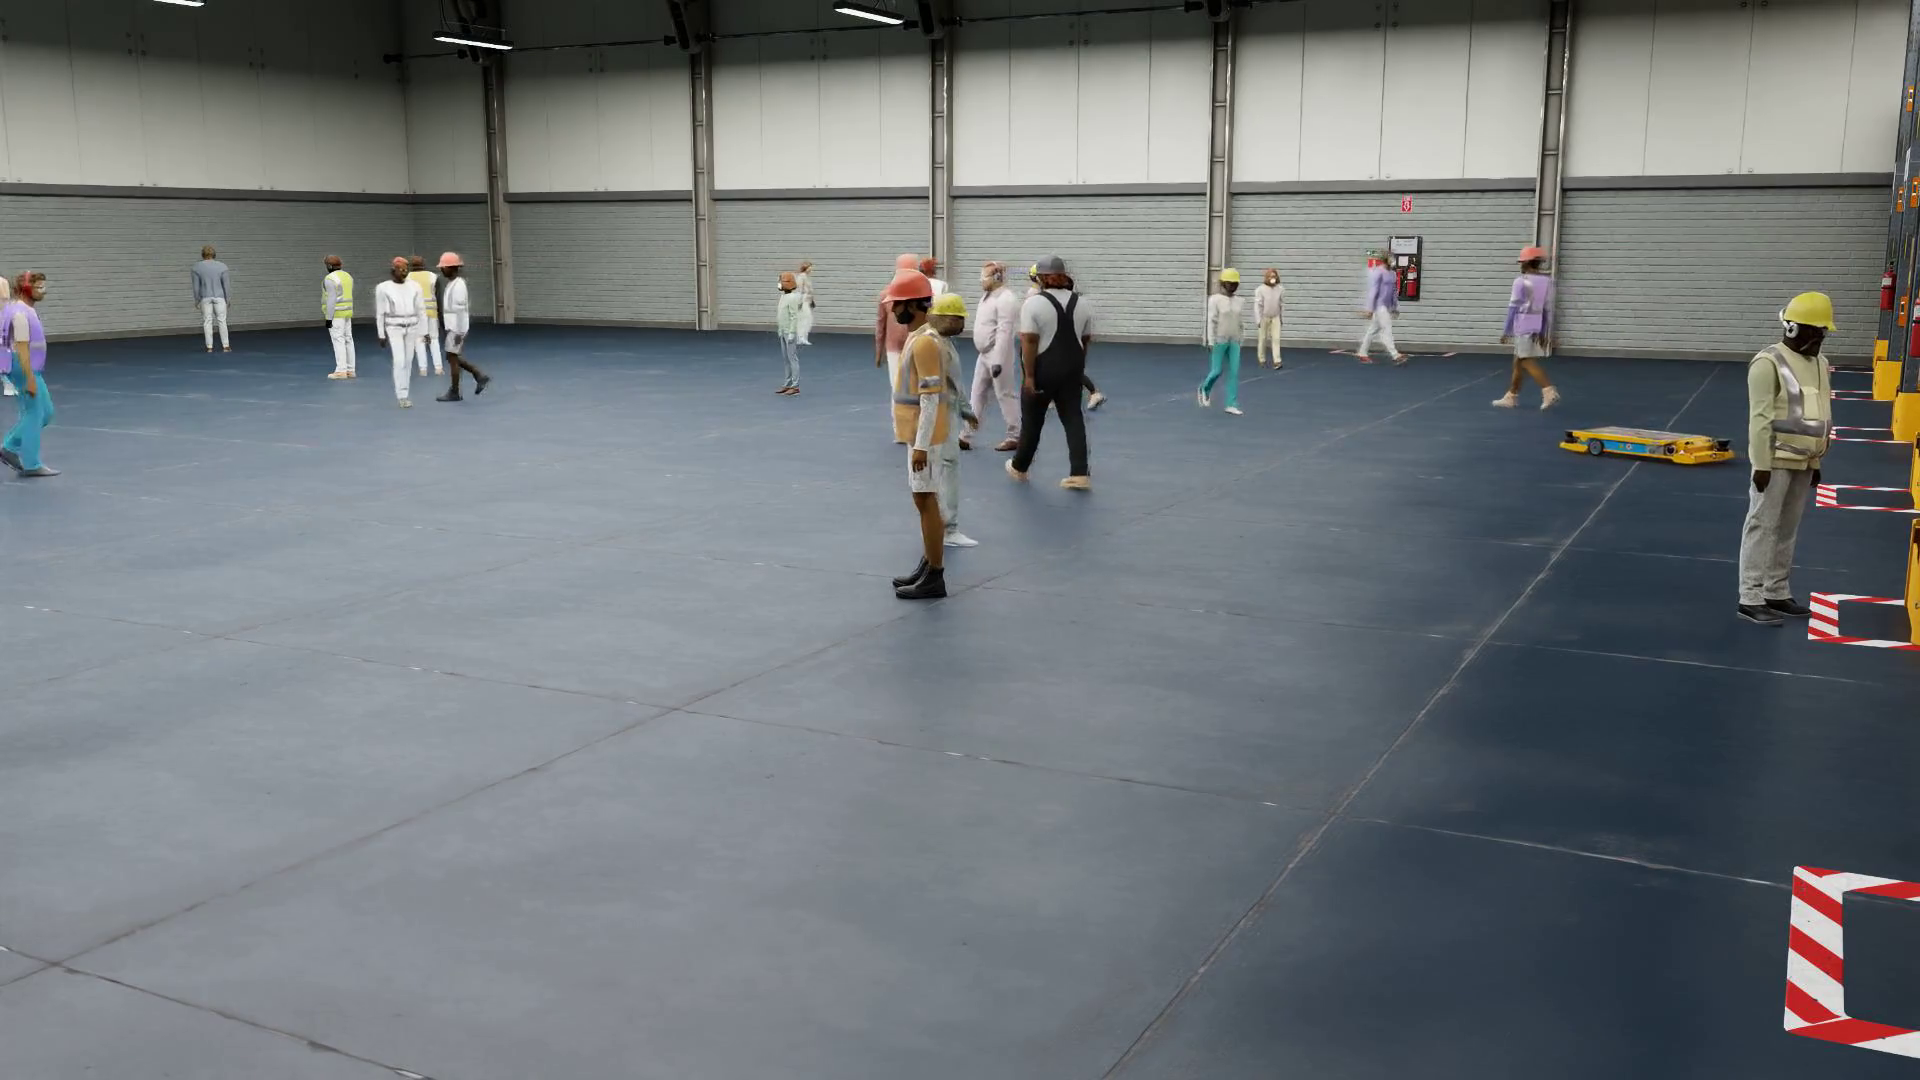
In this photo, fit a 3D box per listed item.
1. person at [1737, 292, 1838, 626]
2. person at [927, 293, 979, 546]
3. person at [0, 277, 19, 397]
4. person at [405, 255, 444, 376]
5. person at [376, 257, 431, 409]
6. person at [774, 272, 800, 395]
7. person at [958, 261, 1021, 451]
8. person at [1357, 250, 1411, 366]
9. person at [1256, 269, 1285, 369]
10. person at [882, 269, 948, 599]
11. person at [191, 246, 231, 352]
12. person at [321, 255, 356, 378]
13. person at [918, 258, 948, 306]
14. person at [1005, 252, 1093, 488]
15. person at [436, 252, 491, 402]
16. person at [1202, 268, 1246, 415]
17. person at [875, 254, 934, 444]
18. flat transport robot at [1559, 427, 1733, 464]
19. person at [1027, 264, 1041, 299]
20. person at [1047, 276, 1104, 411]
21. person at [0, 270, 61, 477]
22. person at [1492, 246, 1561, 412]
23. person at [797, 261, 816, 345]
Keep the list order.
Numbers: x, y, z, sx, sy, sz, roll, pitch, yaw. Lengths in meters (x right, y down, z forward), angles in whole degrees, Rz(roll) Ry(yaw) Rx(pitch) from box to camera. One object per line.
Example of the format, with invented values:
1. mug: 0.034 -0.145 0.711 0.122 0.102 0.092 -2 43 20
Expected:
1. person: 4.566 -0.448 9.166 0.590 1.826 0.404 -6 12 -32
2. person: -0.060 -0.832 11.496 0.368 1.737 0.502 1 10 4
3. person: -12.806 -2.852 21.989 0.586 1.928 0.369 -2 11 -8
4. person: -8.185 -3.388 25.245 0.672 1.817 0.432 -5 12 -26
5. person: -6.851 -2.551 20.565 0.566 1.854 0.775 -9 14 -41
6. person: -2.317 -2.765 22.314 0.282 1.636 0.500 -5 11 -25
7. person: 0.264 -1.795 16.369 0.818 1.868 0.672 -4 11 -22
8. person: 7.009 -3.826 27.453 1.045 1.882 0.652 8 13 38
9. person: 4.944 -3.508 26.483 0.510 1.579 0.850 -1 10 -8
10. person: -0.262 -0.618 9.790 0.376 1.933 0.551 -1 10 -4
11. person: -13.650 -4.393 30.363 0.627 1.940 0.371 -4 11 -20
12. person: -9.300 -3.331 24.855 0.428 1.837 0.631 2 11 10
13. person: -0.384 -2.832 22.170 0.588 1.837 1.018 -5 12 -26
14. person: 0.772 -1.466 14.125 0.699 2.000 1.045 -6 12 -28
15. person: -6.446 -2.743 21.422 0.634 1.917 0.551 -5 12 -27
16. person: 3.166 -2.392 19.964 0.530 1.748 0.608 -4 11 -20
17. person: -0.557 -1.994 17.311 0.649 1.946 1.059 0 10 0
18. flat transport robot: 6.594 -0.926 16.013 0.652 0.197 1.431 -7 13 -35
19. person: 1.005 -2.698 21.593 0.328 1.767 0.531 2 11 13
20. person: 1.353 -2.388 20.199 0.815 1.664 0.532 4 11 20
21. person: -8.230 -1.455 14.648 0.447 1.822 0.601 -5 11 -23
22. person: 6.967 -2.570 20.258 0.616 2.014 0.964 -8 13 -38
23. person: -2.976 -4.581 32.261 0.466 1.624 0.533 1 10 8
